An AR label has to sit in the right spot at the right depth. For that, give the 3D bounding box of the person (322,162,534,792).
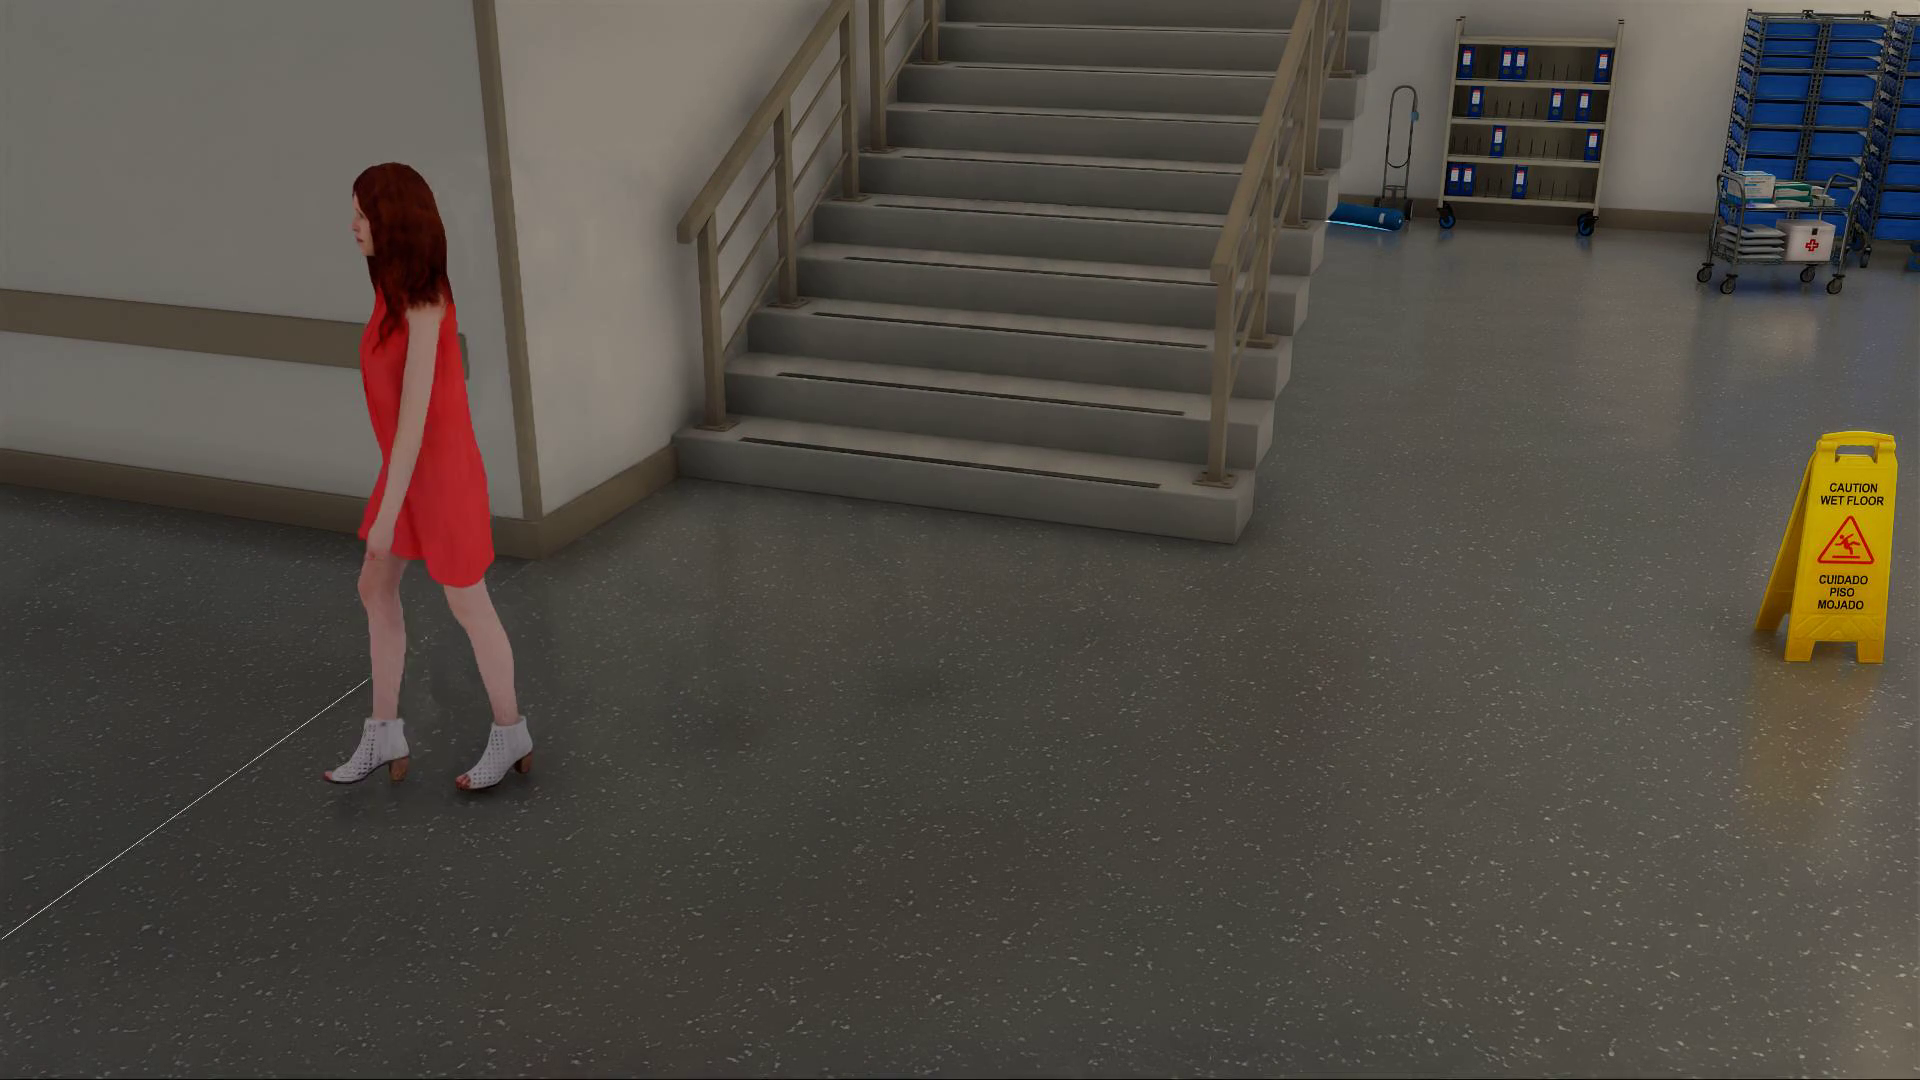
[{"bbox_3d":[-1.386,-0.125,4.646,0.940,1.810,0.865,-12,24,-28],"label":"person"}]
